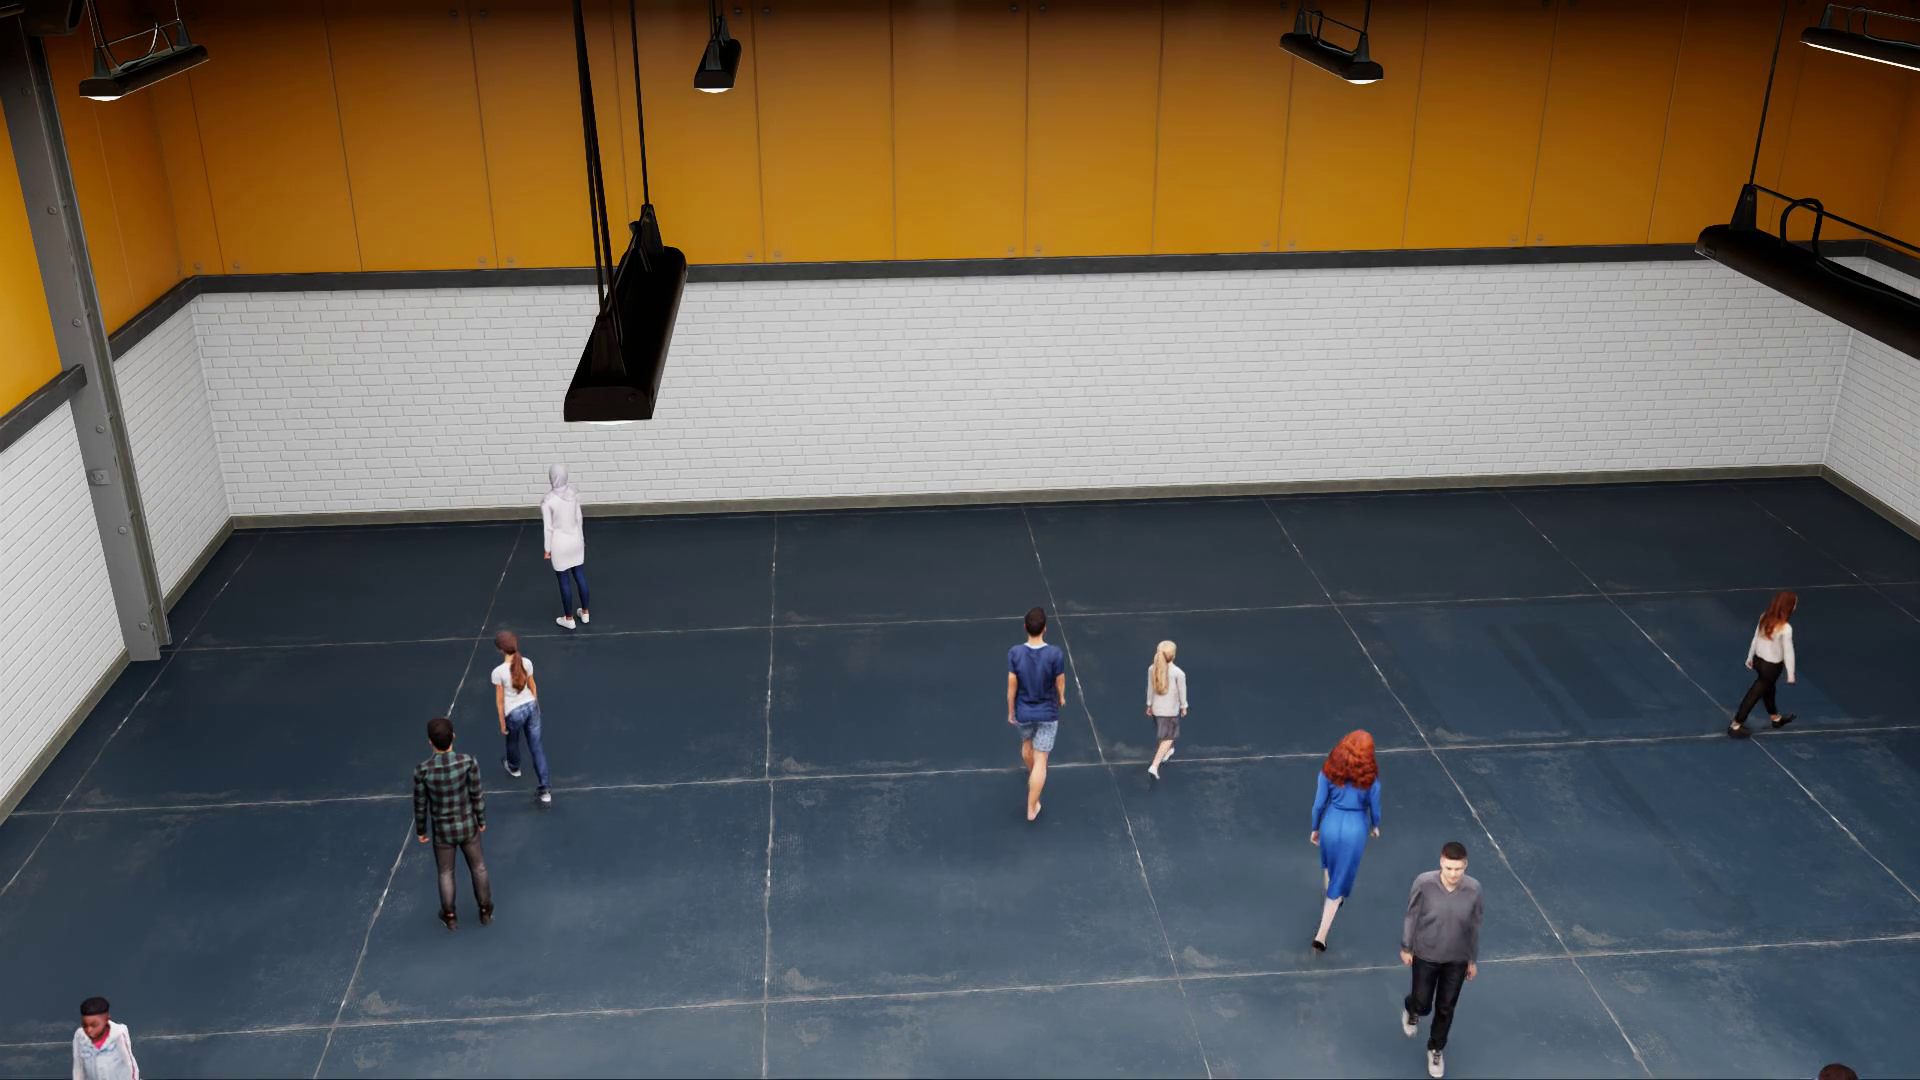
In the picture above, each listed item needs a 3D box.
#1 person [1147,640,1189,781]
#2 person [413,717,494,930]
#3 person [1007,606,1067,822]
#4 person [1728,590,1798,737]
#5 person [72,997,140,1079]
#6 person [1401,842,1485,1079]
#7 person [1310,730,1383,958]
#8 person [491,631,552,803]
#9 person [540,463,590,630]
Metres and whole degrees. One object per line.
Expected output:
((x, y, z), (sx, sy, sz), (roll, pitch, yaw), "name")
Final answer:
((1.772, 1.481, 14.459), (0.826, 1.254, 0.906), (17, 29, 34), "person")
((-3.807, 2.124, 12.477), (0.738, 1.706, 0.644), (-8, 25, -17), "person")
((0.626, 1.476, 13.778), (0.851, 1.807, 1.171), (5, 24, 12), "person")
((7.202, 1.148, 14.973), (0.690, 1.451, 0.870), (-5, 24, -11), "person")
((-5.232, 3.311, 10.307), (0.540, 1.226, 0.861), (1, 24, 2), "person")
((3.177, 2.699, 11.054), (0.711, 1.748, 0.829), (2, 24, 3), "person")
((2.740, 2.246, 12.036), (0.936, 1.792, 1.056), (12, 27, 26), "person")
((-3.681, 1.510, 14.062), (0.957, 1.517, 1.176), (-16, 28, -32), "person")
((-4.042, 0.056, 17.068), (0.690, 1.775, 0.720), (-20, 30, -38), "person")
